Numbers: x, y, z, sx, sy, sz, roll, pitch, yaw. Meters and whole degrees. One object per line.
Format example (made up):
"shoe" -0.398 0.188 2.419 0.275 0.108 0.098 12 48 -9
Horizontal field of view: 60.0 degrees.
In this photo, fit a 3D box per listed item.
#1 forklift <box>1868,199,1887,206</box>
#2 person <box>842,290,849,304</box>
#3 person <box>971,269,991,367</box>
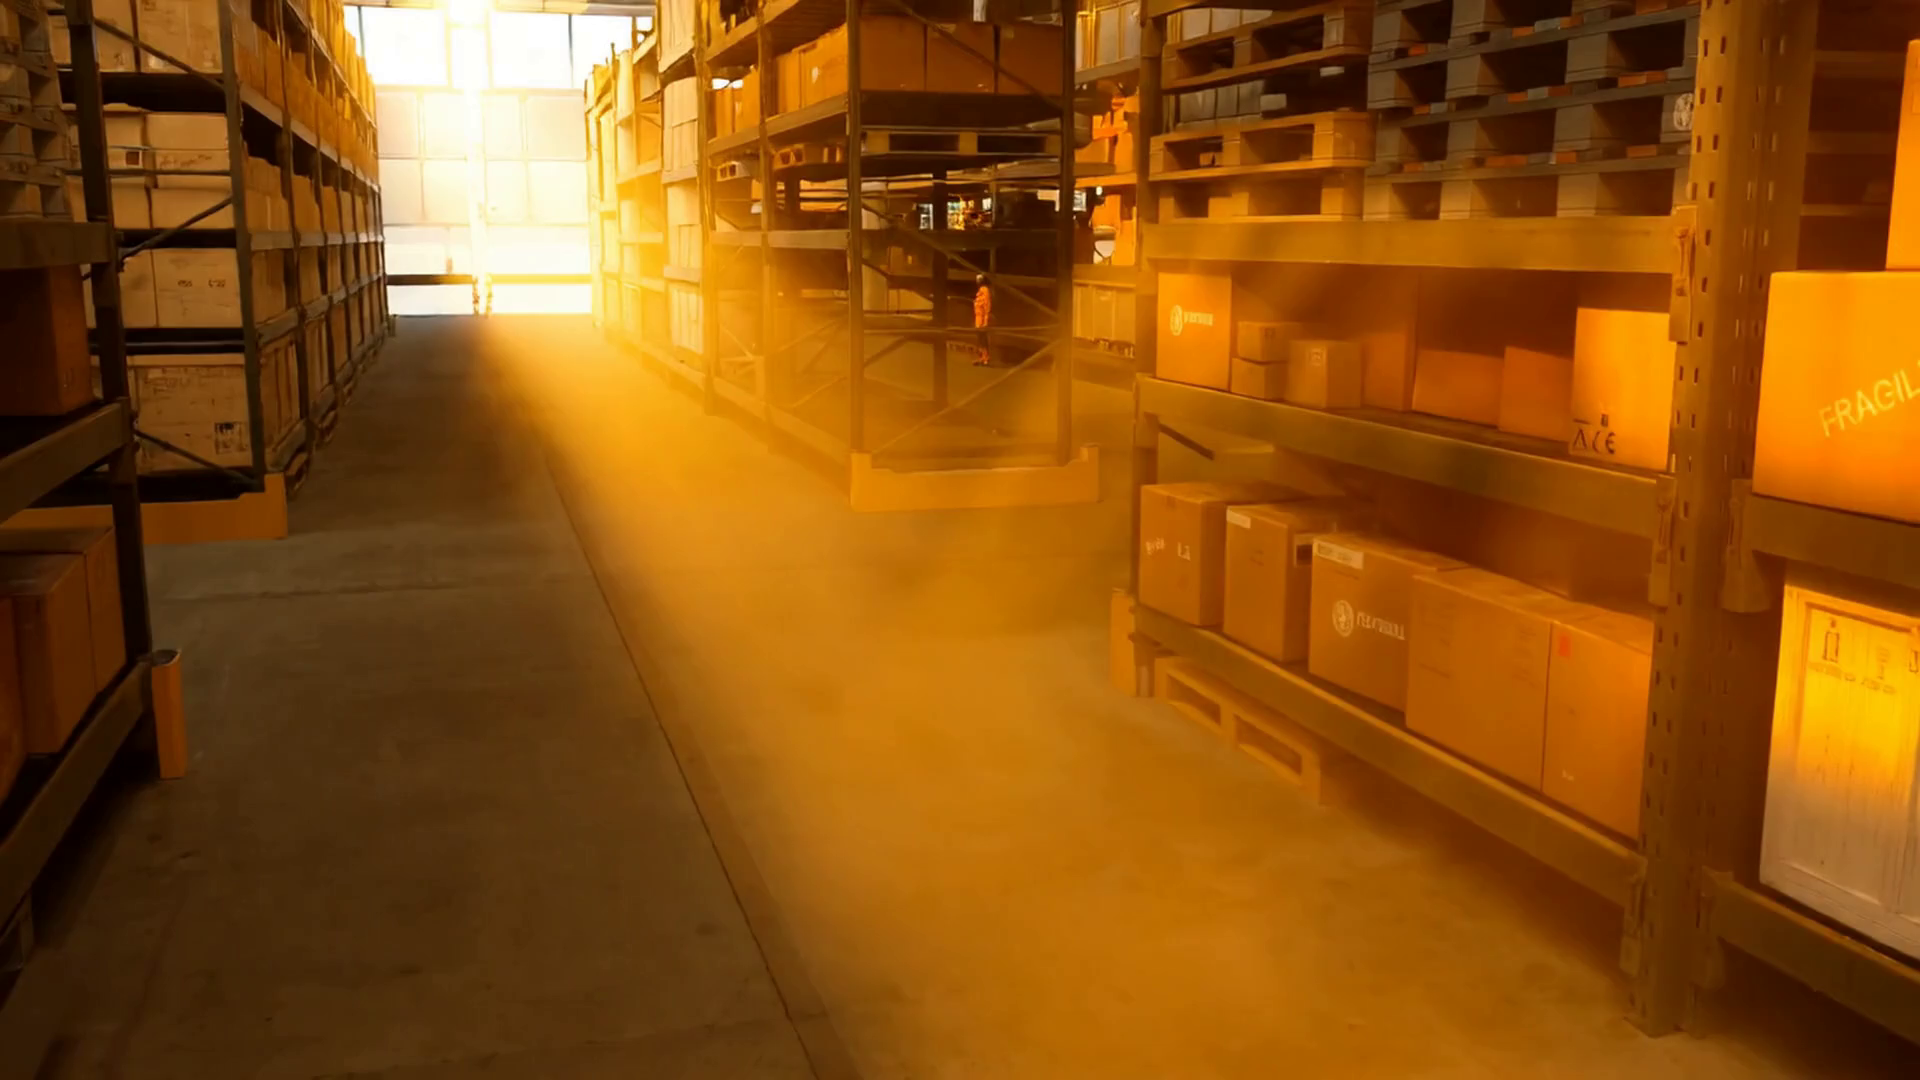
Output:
"forklift" 11.338 -2.915 21.052 1.129 2.768 1.873 -3 11 -17
"person" -2.530 -5.453 37.572 0.366 1.931 0.542 -3 11 -17
"person" 0.396 -4.010 30.109 0.311 1.768 0.522 -3 11 -17
